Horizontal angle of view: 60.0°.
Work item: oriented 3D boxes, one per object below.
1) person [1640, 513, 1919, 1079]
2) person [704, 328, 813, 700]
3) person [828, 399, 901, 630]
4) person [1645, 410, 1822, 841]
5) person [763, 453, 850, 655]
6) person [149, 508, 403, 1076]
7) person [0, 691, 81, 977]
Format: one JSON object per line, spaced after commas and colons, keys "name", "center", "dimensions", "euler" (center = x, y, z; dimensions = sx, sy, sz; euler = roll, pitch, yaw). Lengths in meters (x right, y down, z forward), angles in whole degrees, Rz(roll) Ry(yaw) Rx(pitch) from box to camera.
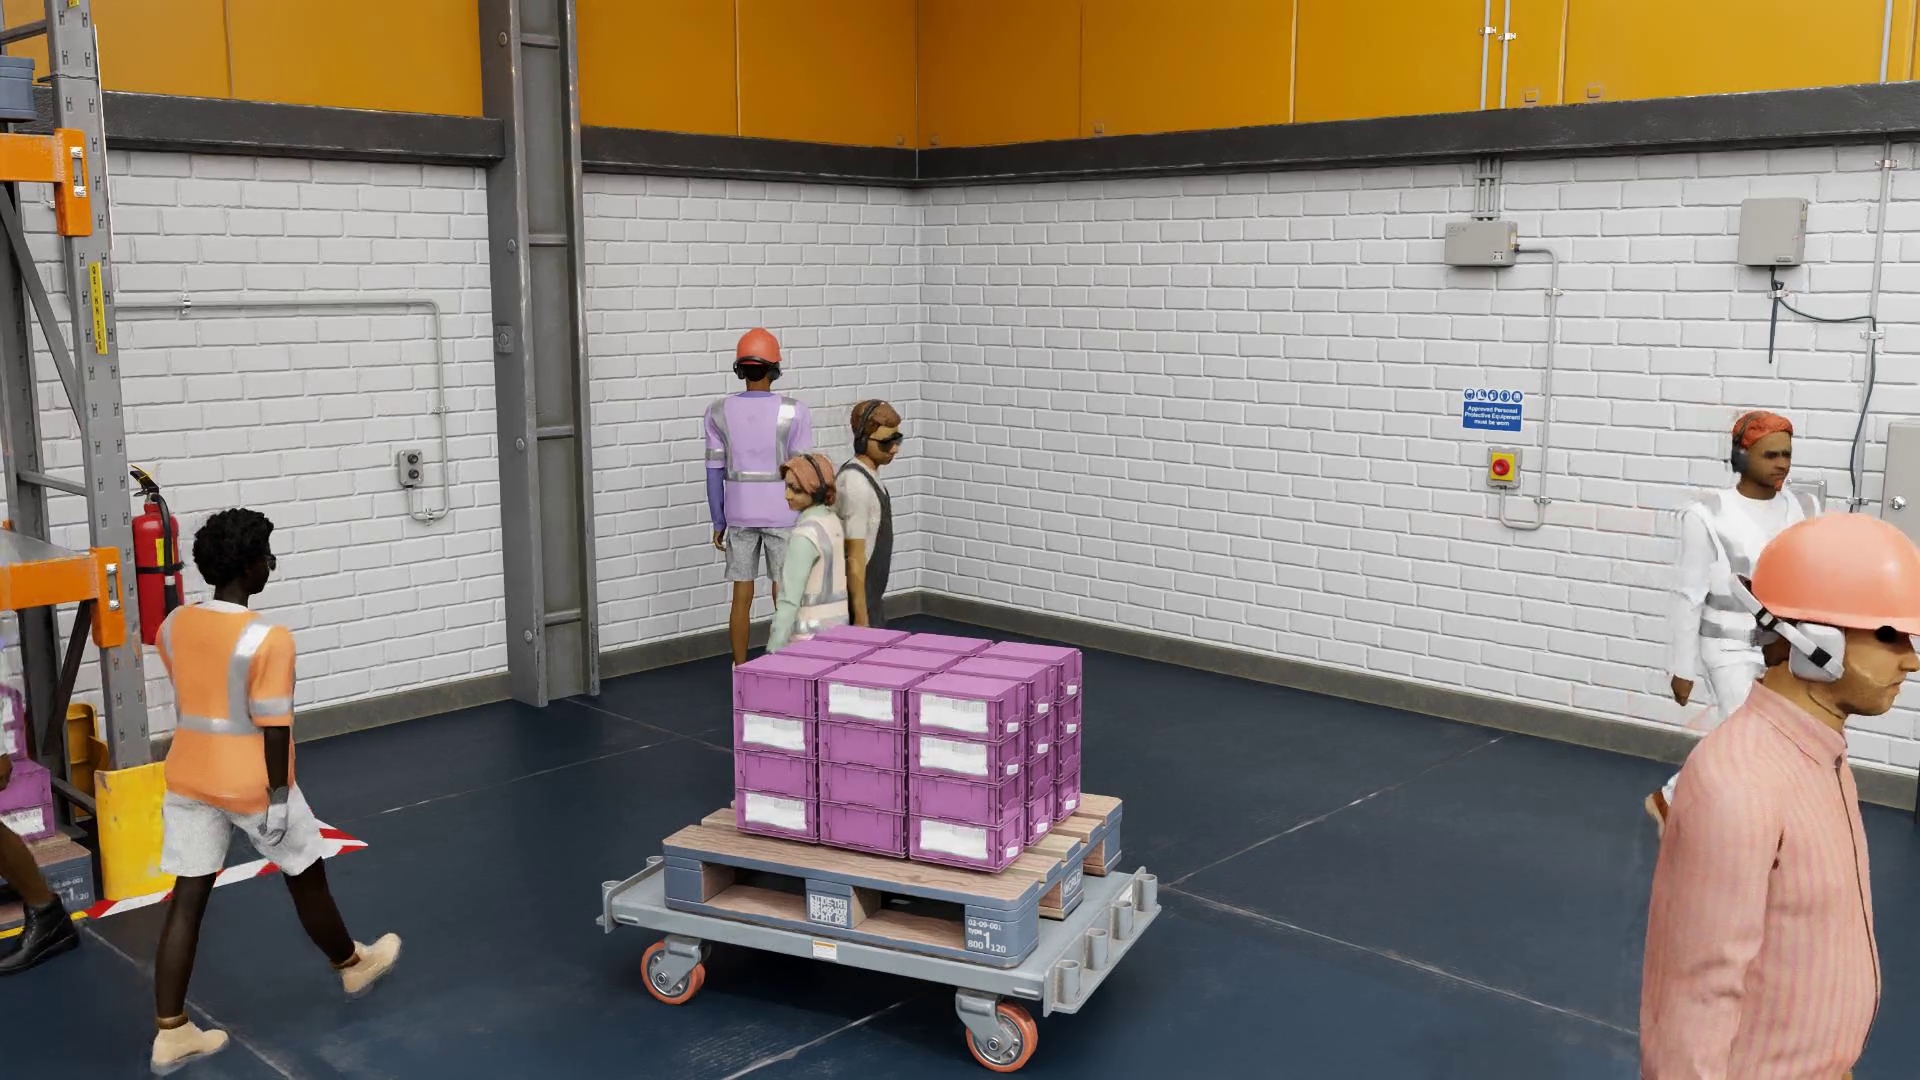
{"name": "person", "center": [1.417, 0.935, 2.775], "dimensions": [0.770, 1.966, 0.642], "euler": [6, 11, 34]}
{"name": "person", "center": [-1.078, -0.128, 9.076], "dimensions": [0.607, 2.048, 0.367], "euler": [1, 9, 7]}
{"name": "person", "center": [-0.515, 0.282, 7.295], "dimensions": [0.567, 1.815, 0.586], "euler": [0, 9, 0]}
{"name": "person", "center": [2.945, 0.420, 6.327], "dimensions": [0.578, 1.857, 0.915], "euler": [-3, 10, -18]}
{"name": "person", "center": [-0.640, 0.443, 6.867], "dimensions": [0.381, 1.623, 0.541], "euler": [1, 9, 6]}
{"name": "person", "center": [-2.152, 0.719, 5.087], "dimensions": [0.536, 1.648, 0.867], "euler": [4, 10, 22]}
{"name": "person", "center": [-3.283, 0.584, 5.247], "dimensions": [0.562, 1.882, 1.026], "euler": [6, 11, 30]}
